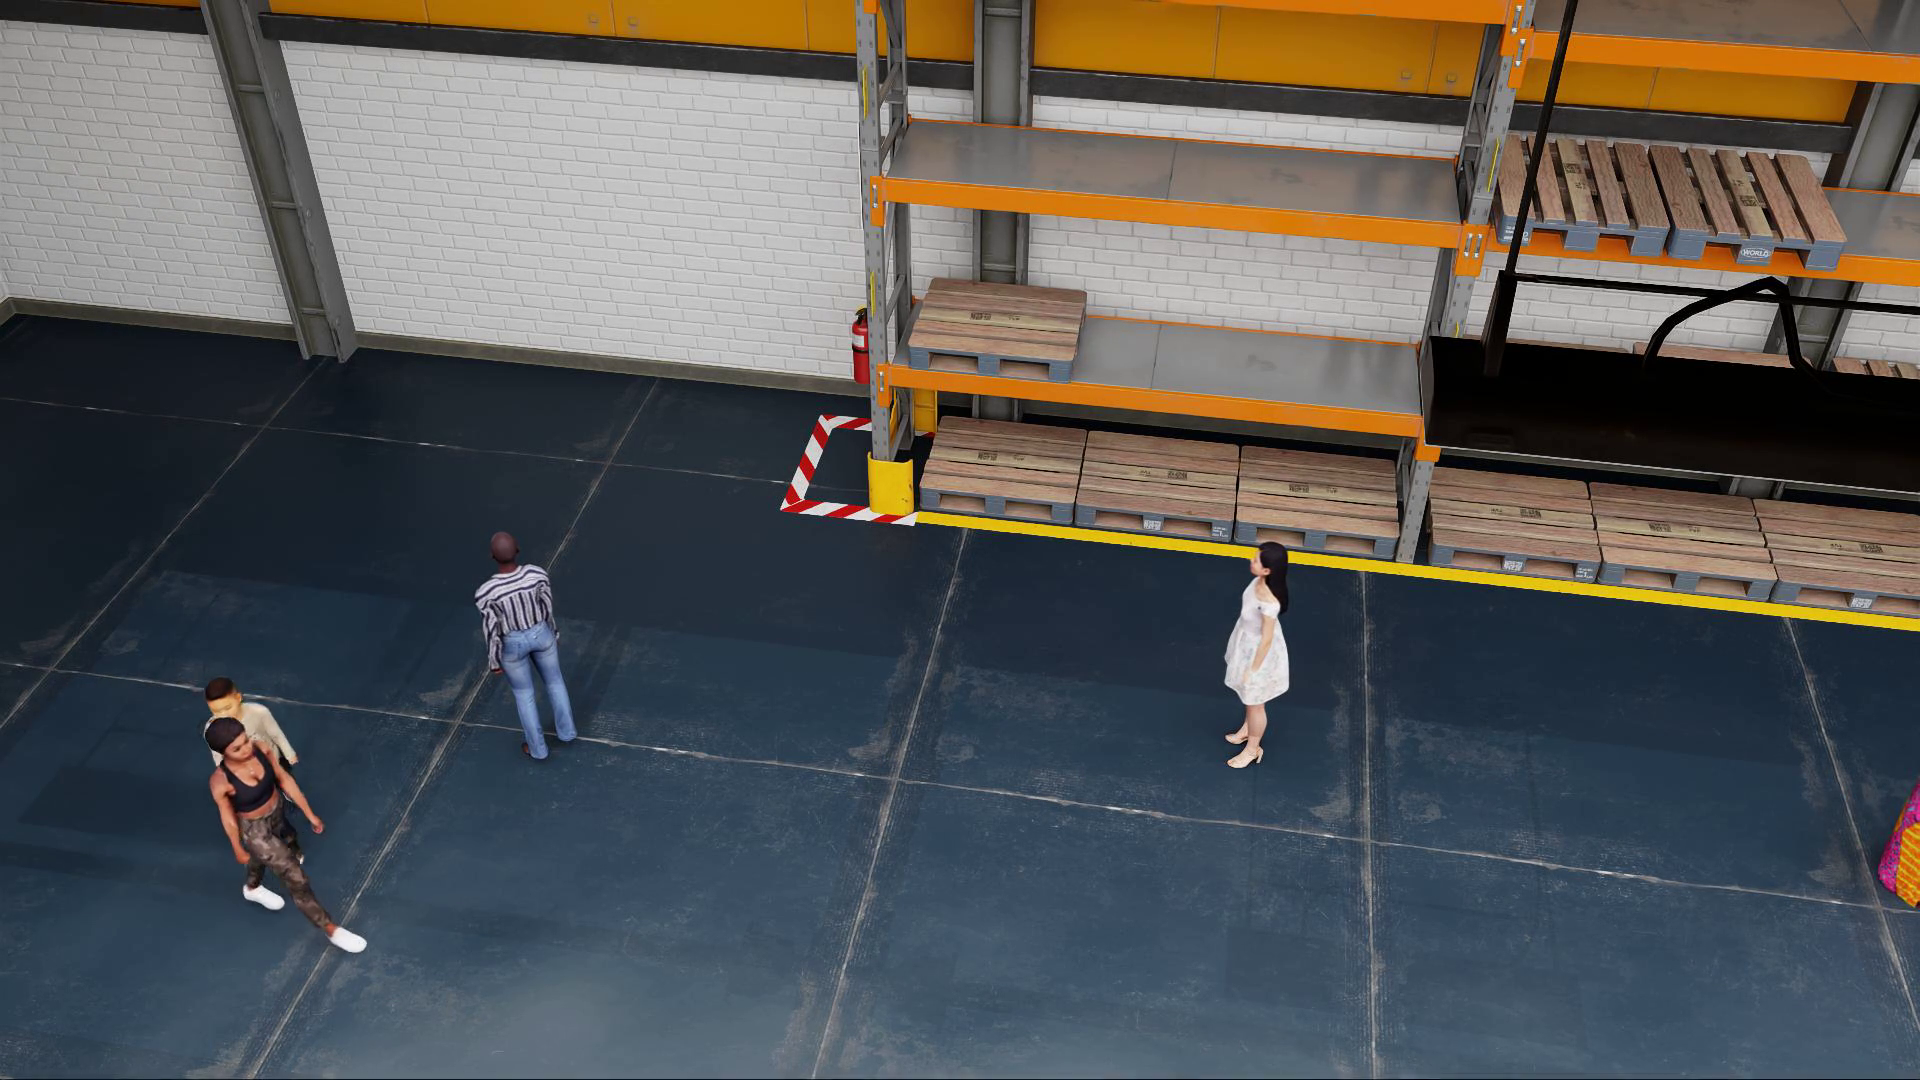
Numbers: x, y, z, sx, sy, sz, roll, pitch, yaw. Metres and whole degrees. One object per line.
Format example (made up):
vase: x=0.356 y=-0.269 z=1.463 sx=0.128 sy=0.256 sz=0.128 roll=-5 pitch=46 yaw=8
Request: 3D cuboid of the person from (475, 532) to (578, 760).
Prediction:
person: x=-2.708 y=0.669 z=10.402 sx=0.690 sy=1.796 sz=0.745 roll=-24 pitch=45 yaw=-27

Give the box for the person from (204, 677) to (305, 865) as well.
person: x=-4.198 y=1.281 z=9.920 sx=0.926 sy=1.441 sz=0.973 roll=-27 pitch=46 yaw=-29

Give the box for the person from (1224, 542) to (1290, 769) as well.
person: x=1.849 y=0.716 z=10.361 sx=0.619 sy=1.774 sz=0.637 roll=6 pitch=39 yaw=7

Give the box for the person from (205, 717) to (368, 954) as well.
person: x=-3.973 y=1.596 z=9.362 sx=1.194 sy=1.647 sz=0.725 roll=13 pitch=40 yaw=16
